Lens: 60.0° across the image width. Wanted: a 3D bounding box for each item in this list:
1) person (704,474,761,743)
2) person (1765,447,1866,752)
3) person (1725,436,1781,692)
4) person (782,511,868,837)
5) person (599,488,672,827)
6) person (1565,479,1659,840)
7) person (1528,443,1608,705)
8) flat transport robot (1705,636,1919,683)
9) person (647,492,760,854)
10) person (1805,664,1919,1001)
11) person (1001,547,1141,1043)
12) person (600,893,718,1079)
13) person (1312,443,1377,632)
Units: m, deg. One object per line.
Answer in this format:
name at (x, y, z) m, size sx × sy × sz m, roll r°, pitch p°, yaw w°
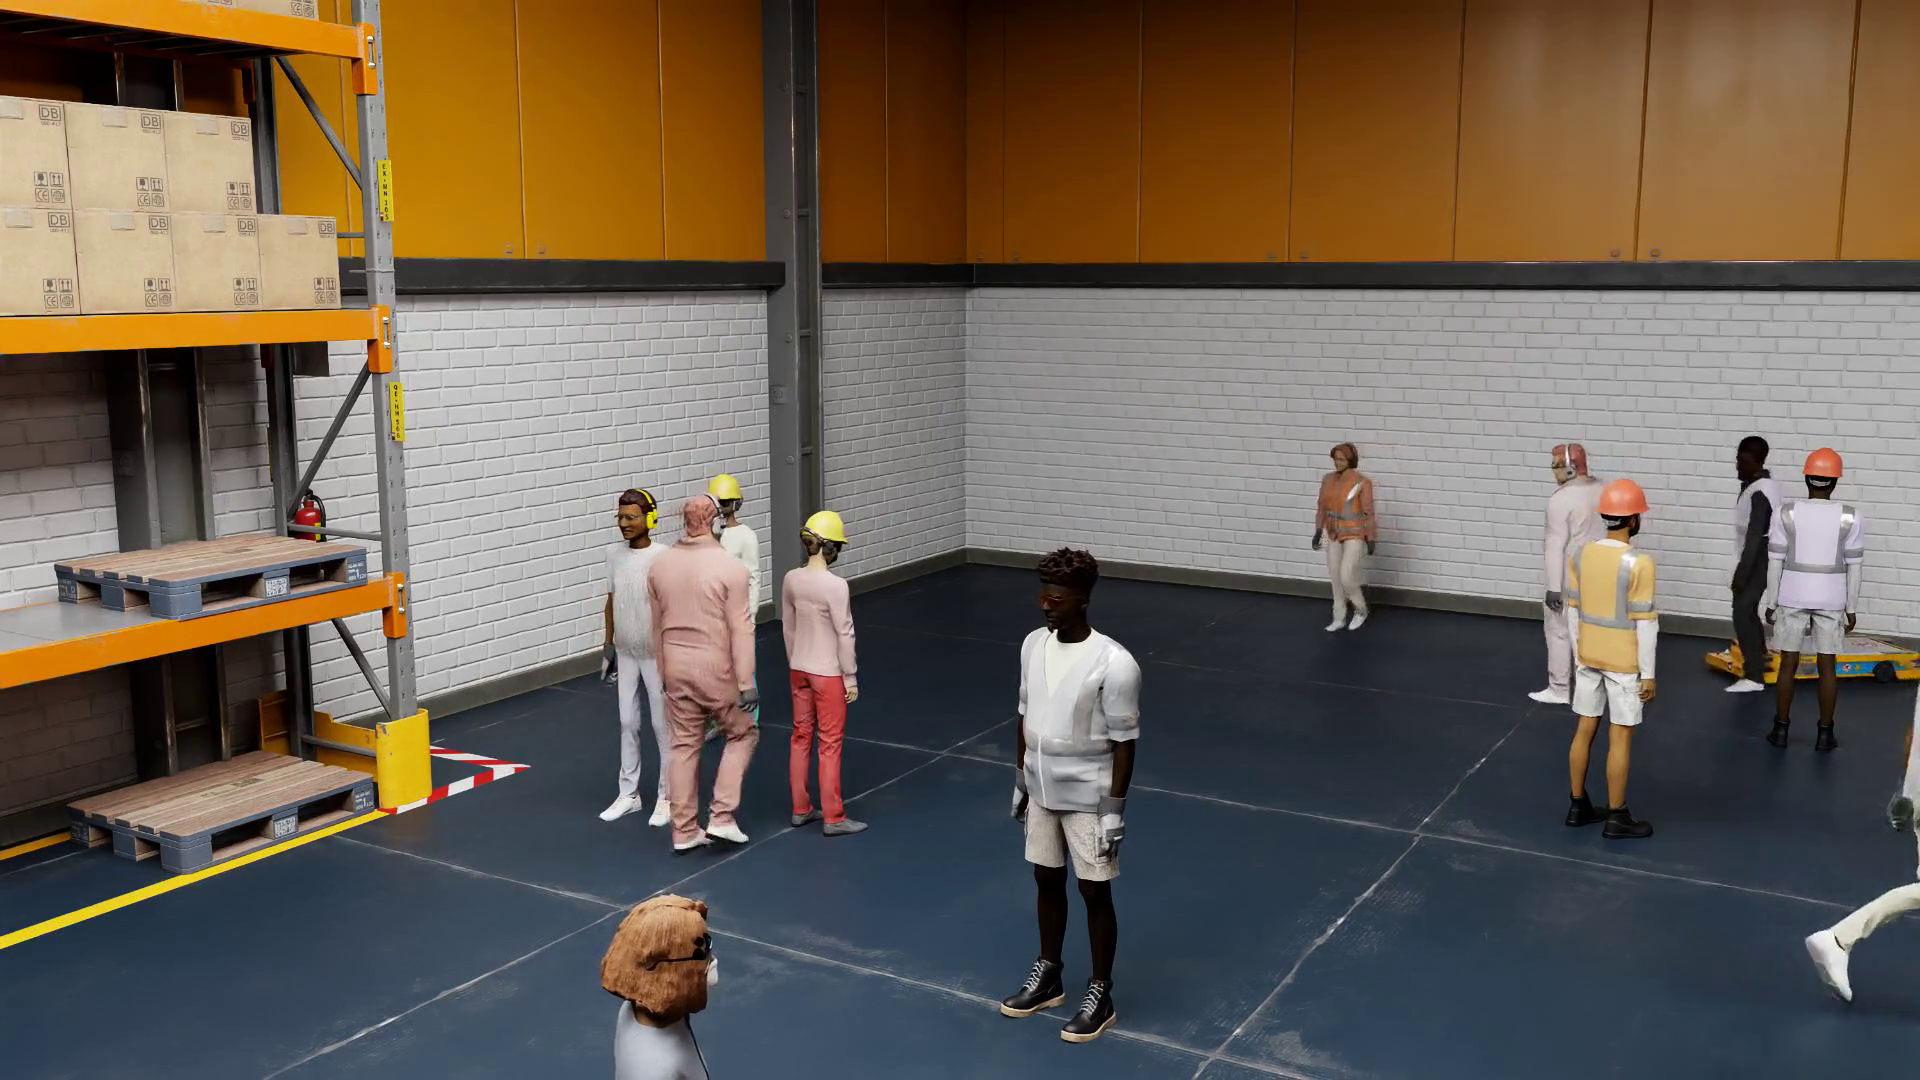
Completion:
person at (-1.491, 0.459, 10.607) m, size 0.532 × 1.771 × 0.304 m, roll 7°, pitch 12°, yaw 38°
person at (5.415, 0.379, 10.576) m, size 0.545 × 1.938 × 0.362 m, roll 4°, pitch 10°, yaw 25°
person at (5.791, 0.175, 12.096) m, size 0.384 × 1.879 × 0.717 m, roll 3°, pitch 10°, yaw 20°
person at (-0.740, 0.719, 9.012) m, size 0.524 × 1.760 × 0.327 m, roll 9°, pitch 13°, yaw 43°
person at (-1.749, 0.640, 9.152) m, size 0.520 × 1.874 × 0.332 m, roll 4°, pitch 10°, yaw 22°
person at (3.529, 0.639, 8.959) m, size 0.364 × 1.940 × 0.549 m, roll -5°, pitch 10°, yaw -28°
person at (4.313, 0.271, 11.470) m, size 0.644 × 1.874 × 0.717 m, roll -6°, pitch 11°, yaw -32°
flat transport robot at (6.488, 0.892, 12.562) m, size 1.431 × 0.197 × 0.652 m, roll -1°, pitch 9°, yaw -7°
person at (-1.322, 0.701, 8.688) m, size 0.698 × 1.896 × 0.495 m, roll 5°, pitch 11°, yaw 30°
person at (3.848, 1.059, 6.652) m, size 0.634 × 1.847 × 0.507 m, roll 1°, pitch 9°, yaw 3°
person at (0.436, 0.997, 6.633) m, size 0.367 × 1.966 × 0.607 m, roll -9°, pitch 13°, yaw -44°
person at (-0.669, 1.607, 3.858) m, size 0.280 × 1.633 × 0.502 m, roll -2°, pitch 9°, yaw -14°
person at (3.240, -0.013, 14.000) m, size 0.353 × 1.622 × 0.551 m, roll -6°, pitch 11°, yaw -35°
